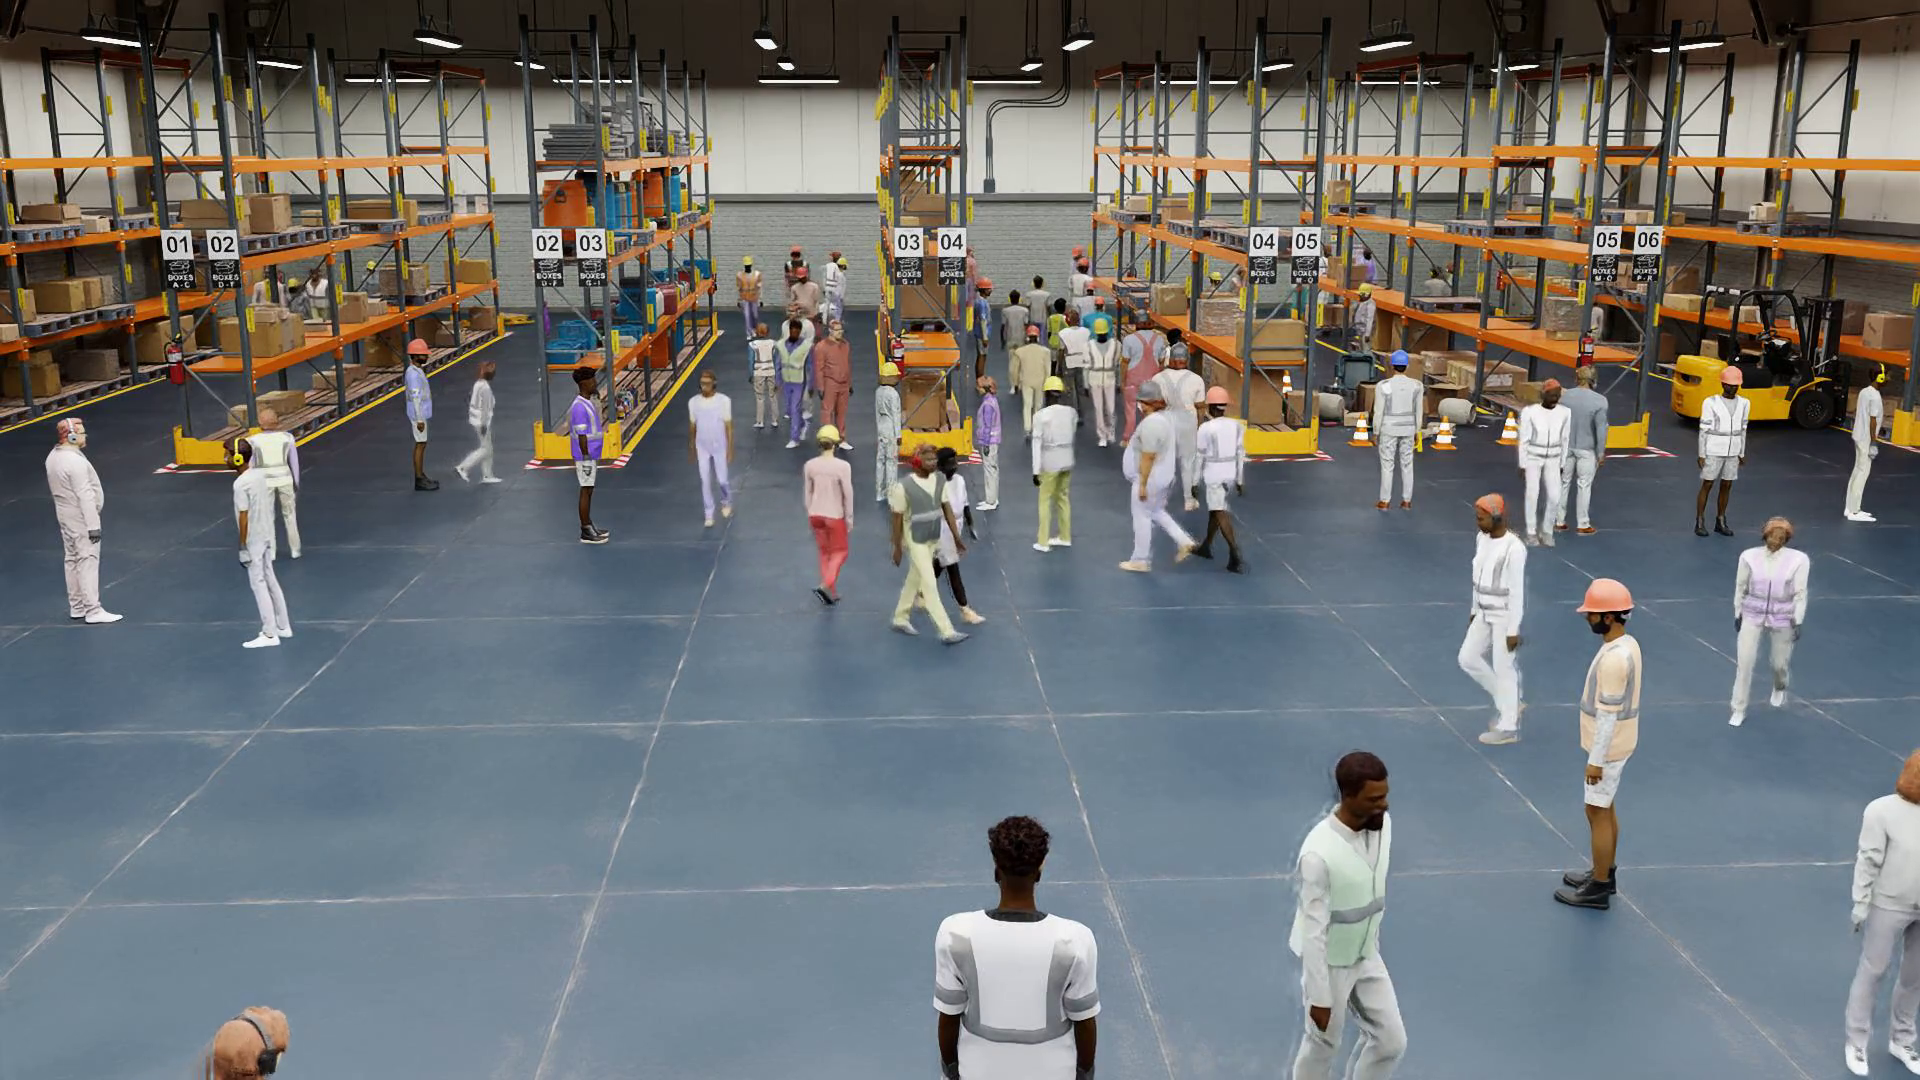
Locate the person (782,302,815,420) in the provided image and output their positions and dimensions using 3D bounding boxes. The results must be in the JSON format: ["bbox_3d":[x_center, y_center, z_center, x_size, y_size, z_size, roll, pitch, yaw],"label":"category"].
[{"bbox_3d":[-2.639,-2.888,26.821,0.636,1.900,0.399,8,15,30],"label":"person"}]

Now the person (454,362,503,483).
[{"bbox_3d":[-6.254,-1.502,21.555,0.550,1.617,0.521,-6,15,-24],"label":"person"}]

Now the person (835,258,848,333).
[{"bbox_3d":[-2.811,-5.810,39.491,0.331,1.760,0.525,-1,13,-3],"label":"person"}]

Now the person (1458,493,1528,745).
[{"bbox_3d":[3.928,0.573,12.212,0.437,1.863,0.702,-3,14,-11],"label":"person"}]

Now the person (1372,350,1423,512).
[{"bbox_3d":[5.247,-1.308,20.008,0.605,1.948,0.406,-1,13,-5],"label":"person"}]

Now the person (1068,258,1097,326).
[{"bbox_3d":[2.613,-4.929,35.165,0.722,2.030,0.417,9,16,32],"label":"person"}]

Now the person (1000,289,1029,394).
[{"bbox_3d":[0.975,-3.547,29.706,0.536,1.844,0.720,0,13,2],"label":"person"}]

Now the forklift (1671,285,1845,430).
[{"bbox_3d":[12.503,-2.886,26.166,2.313,2.155,1.214,-1,13,-3],"label":"forklift"}]

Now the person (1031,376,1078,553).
[{"bbox_3d":[1.002,-0.820,18.021,0.600,1.906,0.453,-8,15,-30],"label":"person"}]

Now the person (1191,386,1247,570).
[{"bbox_3d":[2.740,-0.650,17.368,0.554,1.895,0.982,-8,15,-30],"label":"person"}]

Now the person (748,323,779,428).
[{"bbox_3d":[-3.061,-2.562,25.990,0.514,1.636,0.315,-6,15,-25],"label":"person"}]

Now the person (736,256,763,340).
[{"bbox_3d":[-4.816,-5.539,38.019,0.596,1.904,0.681,-2,13,-7],"label":"person"}]

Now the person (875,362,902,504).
[{"bbox_3d":[-0.858,-1.321,20.503,0.294,1.744,0.487,-9,16,-33],"label":"person"}]

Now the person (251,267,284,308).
[{"bbox_3d":[-14.308,-4.707,34.478,0.668,1.929,0.985,-8,16,-32],"label":"person"}]

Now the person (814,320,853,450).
[{"bbox_3d":[-1.786,-2.222,23.971,0.408,1.905,0.652,12,18,42],"label":"person"}]

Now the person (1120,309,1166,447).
[{"bbox_3d":[2.630,-2.367,24.294,0.685,2.000,0.535,-5,14,-20],"label":"person"}]

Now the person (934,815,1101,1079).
[{"bbox_3d":[0.212,1.953,6.153,0.610,1.966,0.363,2,13,7],"label":"person"}]

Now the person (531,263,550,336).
[{"bbox_3d":[-9.757,-5.598,38.617,0.347,1.743,0.567,-8,16,-32],"label":"person"}]

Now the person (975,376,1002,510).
[{"bbox_3d":[0.349,-1.173,20.118,0.313,1.634,0.514,1,13,5],"label":"person"}]

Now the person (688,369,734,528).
[{"bbox_3d":[-2.871,-1.064,19.214,0.532,1.836,0.452,1,13,5],"label":"person"}]

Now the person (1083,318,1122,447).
[{"bbox_3d":[2.095,-2.297,24.322,0.615,1.894,0.432,0,13,2],"label":"person"}]

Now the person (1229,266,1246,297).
[{"bbox_3d":[6.494,-5.538,38.642,0.529,1.634,0.345,-5,14,-22],"label":"person"}]

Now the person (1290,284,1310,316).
[{"bbox_3d":[8.556,-6.312,41.616,0.563,1.756,0.399,-10,17,-38],"label":"person"}]

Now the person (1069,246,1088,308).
[{"bbox_3d":[2.928,-6.154,40.412,0.685,2.007,0.661,-9,16,-33],"label":"person"}]

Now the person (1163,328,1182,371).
[{"bbox_3d":[3.159,-2.335,24.920,0.319,1.688,0.538,3,14,11],"label":"person"}]

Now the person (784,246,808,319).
[{"bbox_3d":[-3.956,-6.086,40.169,0.605,1.981,1.023,-3,14,-14],"label":"person"}]

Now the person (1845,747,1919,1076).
[{"bbox_3d":[4.447,1.732,7.804,0.507,1.631,0.266,1,13,4],"label":"person"}]

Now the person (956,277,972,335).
[{"bbox_3d":[0.044,-5.574,38.792,0.509,1.616,0.444,-4,14,-16],"label":"person"}]

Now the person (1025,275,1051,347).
[{"bbox_3d":[1.564,-4.312,32.976,0.541,1.842,0.761,1,13,4],"label":"person"}]

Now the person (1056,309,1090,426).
[{"bbox_3d":[1.775,-2.692,26.101,0.565,1.840,0.390,-7,15,-27],"label":"person"}]

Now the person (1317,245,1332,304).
[{"bbox_3d":[9.330,-6.585,42.527,0.350,1.879,0.569,11,17,39],"label":"person"}]

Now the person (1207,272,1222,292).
[{"bbox_3d":[5.340,-4.767,35.075,0.336,1.757,0.518,-2,13,-7],"label":"person"}]
